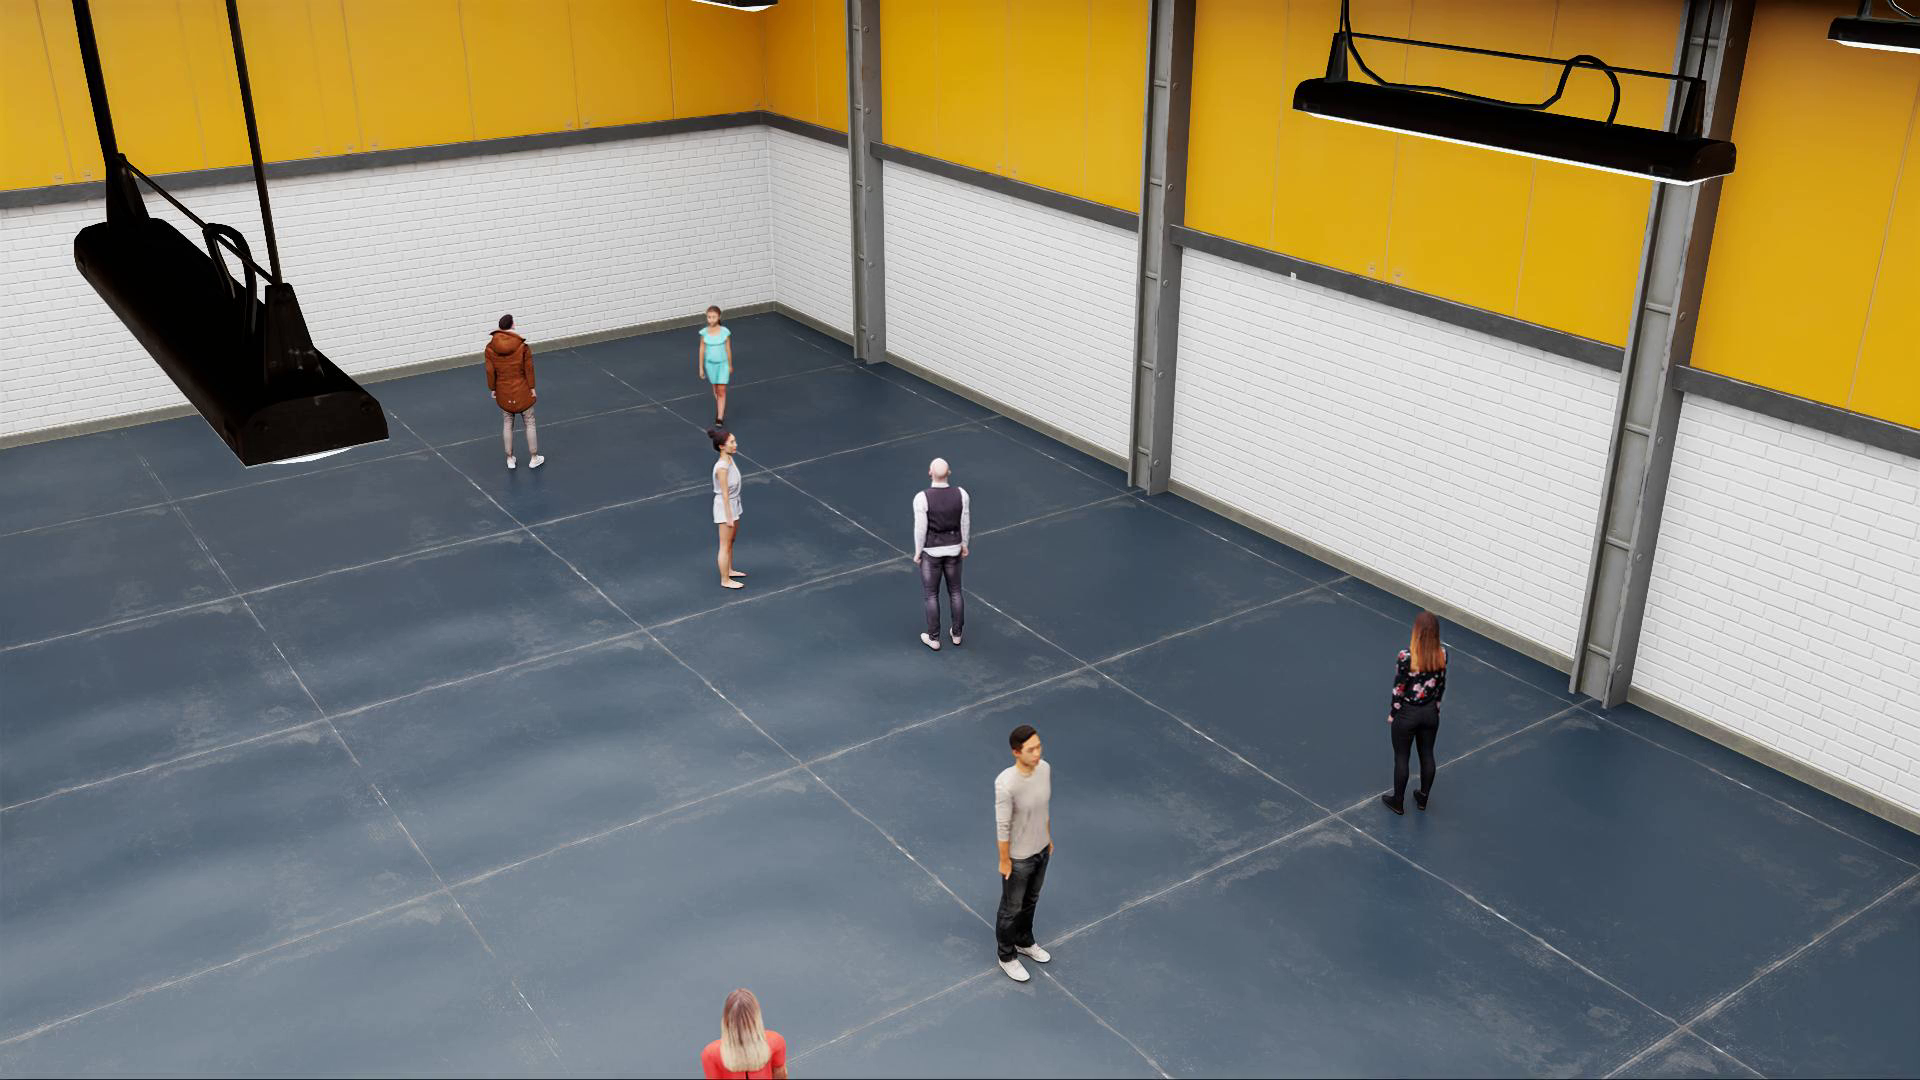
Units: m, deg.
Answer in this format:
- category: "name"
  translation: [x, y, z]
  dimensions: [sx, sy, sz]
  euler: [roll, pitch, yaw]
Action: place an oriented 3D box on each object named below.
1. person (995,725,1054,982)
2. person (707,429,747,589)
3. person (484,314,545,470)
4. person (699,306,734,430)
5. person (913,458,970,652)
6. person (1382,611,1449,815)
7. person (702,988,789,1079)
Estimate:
- category: "person"
  translation: [0.402, 2.007, 10.876]
  dimensions: [0.637, 1.812, 0.699]
  euler: [19, 30, 36]
- category: "person"
  translation: [-2.303, -0.328, 16.472]
  dimensions: [0.713, 1.607, 0.628]
  euler: [0, 24, 1]
- category: "person"
  translation: [-5.200, -1.731, 19.396]
  dimensions: [0.848, 1.837, 0.885]
  euler: [0, 24, -1]
- category: "person"
  translation: [-3.034, -2.194, 20.856]
  dimensions: [0.962, 1.516, 1.085]
  euler: [1, 24, 3]
- category: "person"
  translation: [-0.178, 0.121, 15.179]
  dimensions: [0.742, 1.822, 0.663]
  euler: [-9, 25, -20]
- category: "person"
  translation: [3.473, 1.308, 12.638]
  dimensions: [0.642, 1.681, 0.639]
  euler: [-5, 24, -10]
- category: "person"
  translation: [-1.097, 3.039, 8.661]
  dimensions: [0.649, 1.694, 0.621]
  euler: [-8, 25, -17]
